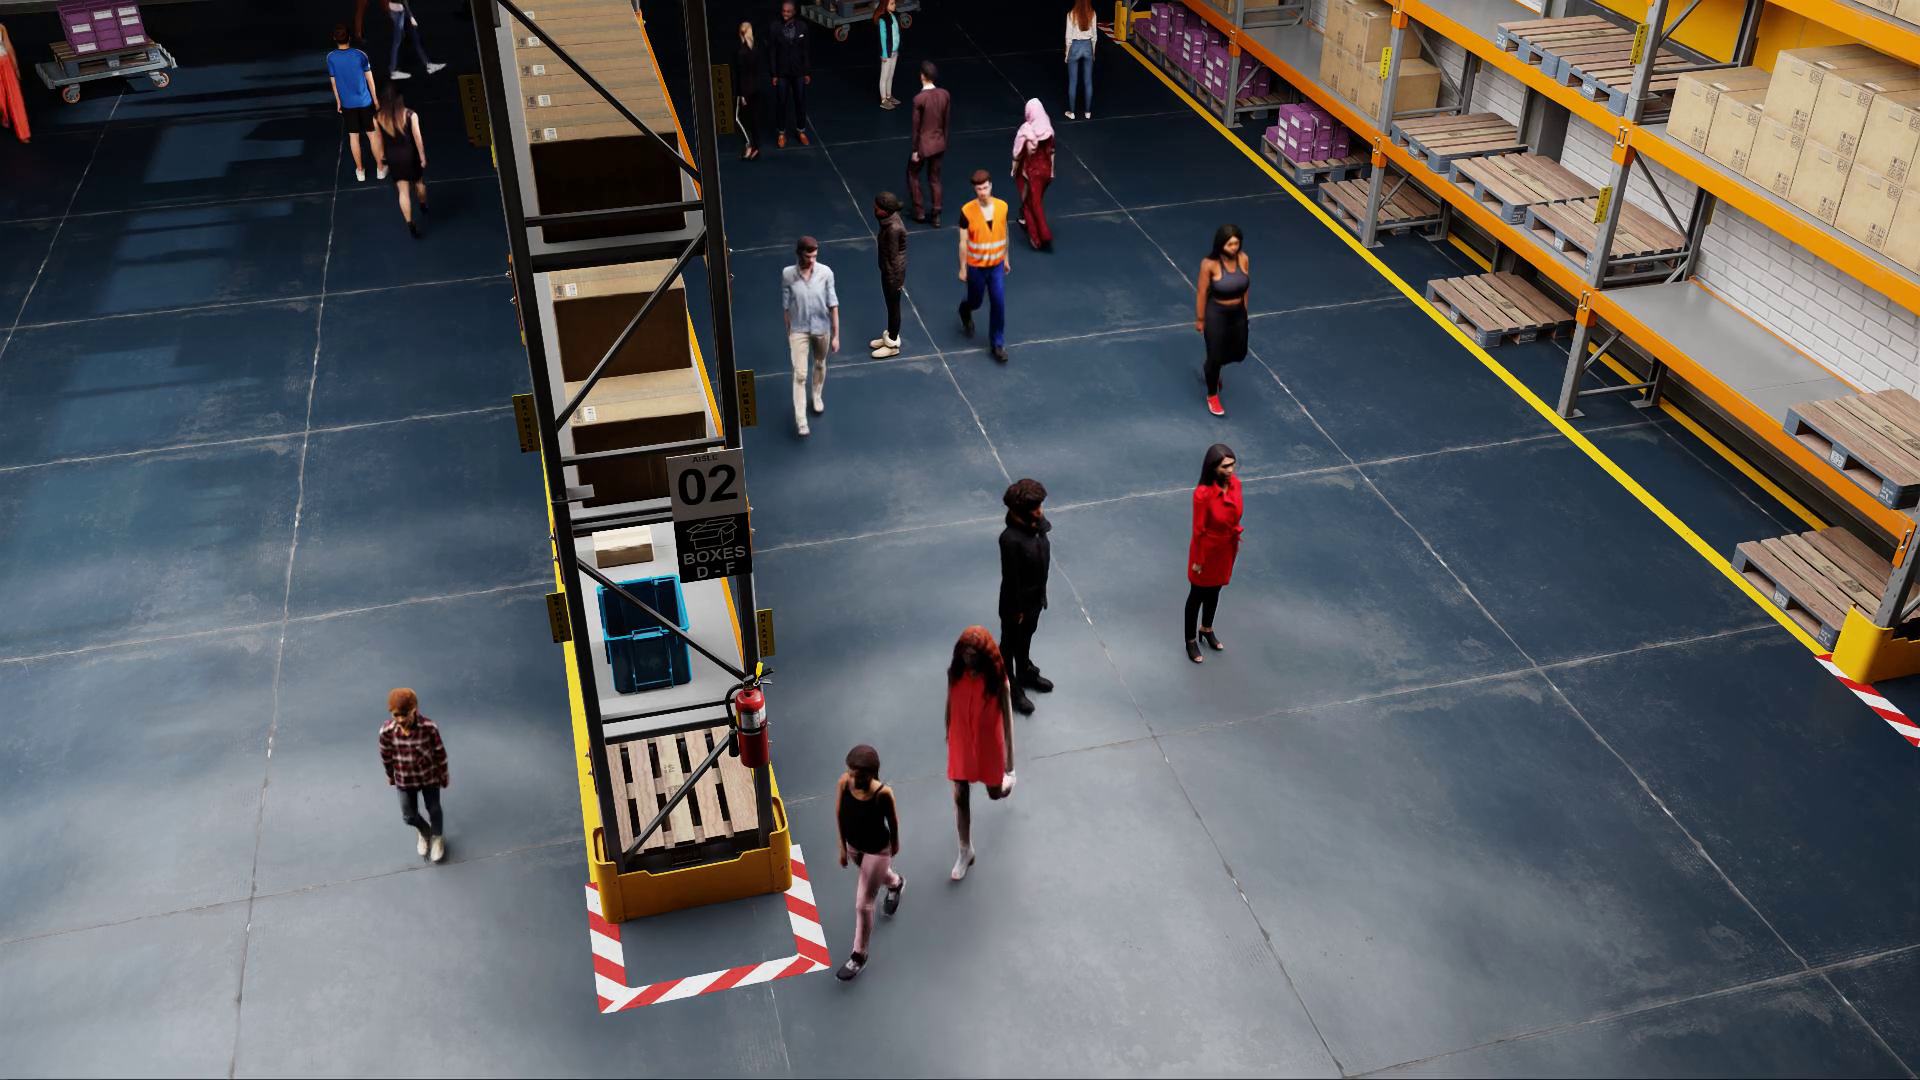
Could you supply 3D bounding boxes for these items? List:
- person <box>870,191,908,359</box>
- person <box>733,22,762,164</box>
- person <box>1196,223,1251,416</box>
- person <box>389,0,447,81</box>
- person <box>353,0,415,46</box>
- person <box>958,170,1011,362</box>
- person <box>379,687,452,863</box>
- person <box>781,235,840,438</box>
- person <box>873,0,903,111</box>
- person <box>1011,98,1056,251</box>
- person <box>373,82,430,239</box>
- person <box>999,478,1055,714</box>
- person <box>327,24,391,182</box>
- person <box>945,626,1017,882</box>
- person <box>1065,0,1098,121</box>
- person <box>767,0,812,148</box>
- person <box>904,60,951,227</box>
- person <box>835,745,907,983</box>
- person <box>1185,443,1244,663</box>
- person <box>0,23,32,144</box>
[{"bbox_3d":[-0.642,-2.572,16.024,0.634,1.661,0.564,10,35,15],"label":"person"},{"bbox_3d":[-2.507,-5.437,20.318,0.760,1.678,0.706,17,37,23],"label":"person"},{"bbox_3d":[2.359,-2.063,15.129,0.718,1.803,0.842,-12,35,-17],"label":"person"},{"bbox_3d":[-7.802,-7.188,22.883,0.754,1.755,0.977,-13,36,-18],"label":"person"},{"bbox_3d":[-8.633,-7.977,24.131,1.079,1.688,1.232,7,34,11],"label":"person"},{"bbox_3d":[0.201,-2.696,16.037,0.748,1.853,1.151,-13,36,-18],"label":"person"},{"bbox_3d":[-3.373,1.412,10.355,0.543,1.300,0.515,-6,34,-10],"label":"person"},{"bbox_3d":[-1.333,-1.909,14.898,0.699,1.802,1.159,-5,34,-8],"label":"person"},{"bbox_3d":[-0.959,-6.513,22.098,0.743,1.500,0.676,14,36,21],"label":"person"},{"bbox_3d":[0.845,-3.989,18.208,0.779,1.603,1.132,-15,36,-21],"label":"person"},{"bbox_3d":[-6.159,-4.148,18.384,0.728,1.673,1.041,-5,34,-8],"label":"person"},{"bbox_3d":[0.429,0.352,11.517,0.783,1.781,0.732,21,39,28],"label":"person"},{"bbox_3d":[-7.203,-5.231,19.838,0.630,1.866,0.546,-9,35,-13],"label":"person"},{"bbox_3d":[0.146,1.228,10.176,1.001,1.806,1.120,14,36,20],"label":"person"},{"bbox_3d":[1.575,-6.351,21.648,0.593,1.728,0.539,-5,34,-7],"label":"person"},{"bbox_3d":[-2.127,-5.856,20.822,0.691,1.818,0.601,-7,34,-10],"label":"person"},{"bbox_3d":[-0.305,-4.382,18.580,0.819,1.844,0.835,-21,39,-28],"label":"person"},{"bbox_3d":[-0.500,1.735,9.671,1.001,1.520,1.036,17,37,24],"label":"person"},{"bbox_3d":[1.812,0.083,11.951,0.712,1.748,0.738,-24,41,-32],"label":"person"},{"bbox_3d":[-12.114,-5.909,20.927,0.847,1.791,0.994,-24,41,-32],"label":"person"}]
